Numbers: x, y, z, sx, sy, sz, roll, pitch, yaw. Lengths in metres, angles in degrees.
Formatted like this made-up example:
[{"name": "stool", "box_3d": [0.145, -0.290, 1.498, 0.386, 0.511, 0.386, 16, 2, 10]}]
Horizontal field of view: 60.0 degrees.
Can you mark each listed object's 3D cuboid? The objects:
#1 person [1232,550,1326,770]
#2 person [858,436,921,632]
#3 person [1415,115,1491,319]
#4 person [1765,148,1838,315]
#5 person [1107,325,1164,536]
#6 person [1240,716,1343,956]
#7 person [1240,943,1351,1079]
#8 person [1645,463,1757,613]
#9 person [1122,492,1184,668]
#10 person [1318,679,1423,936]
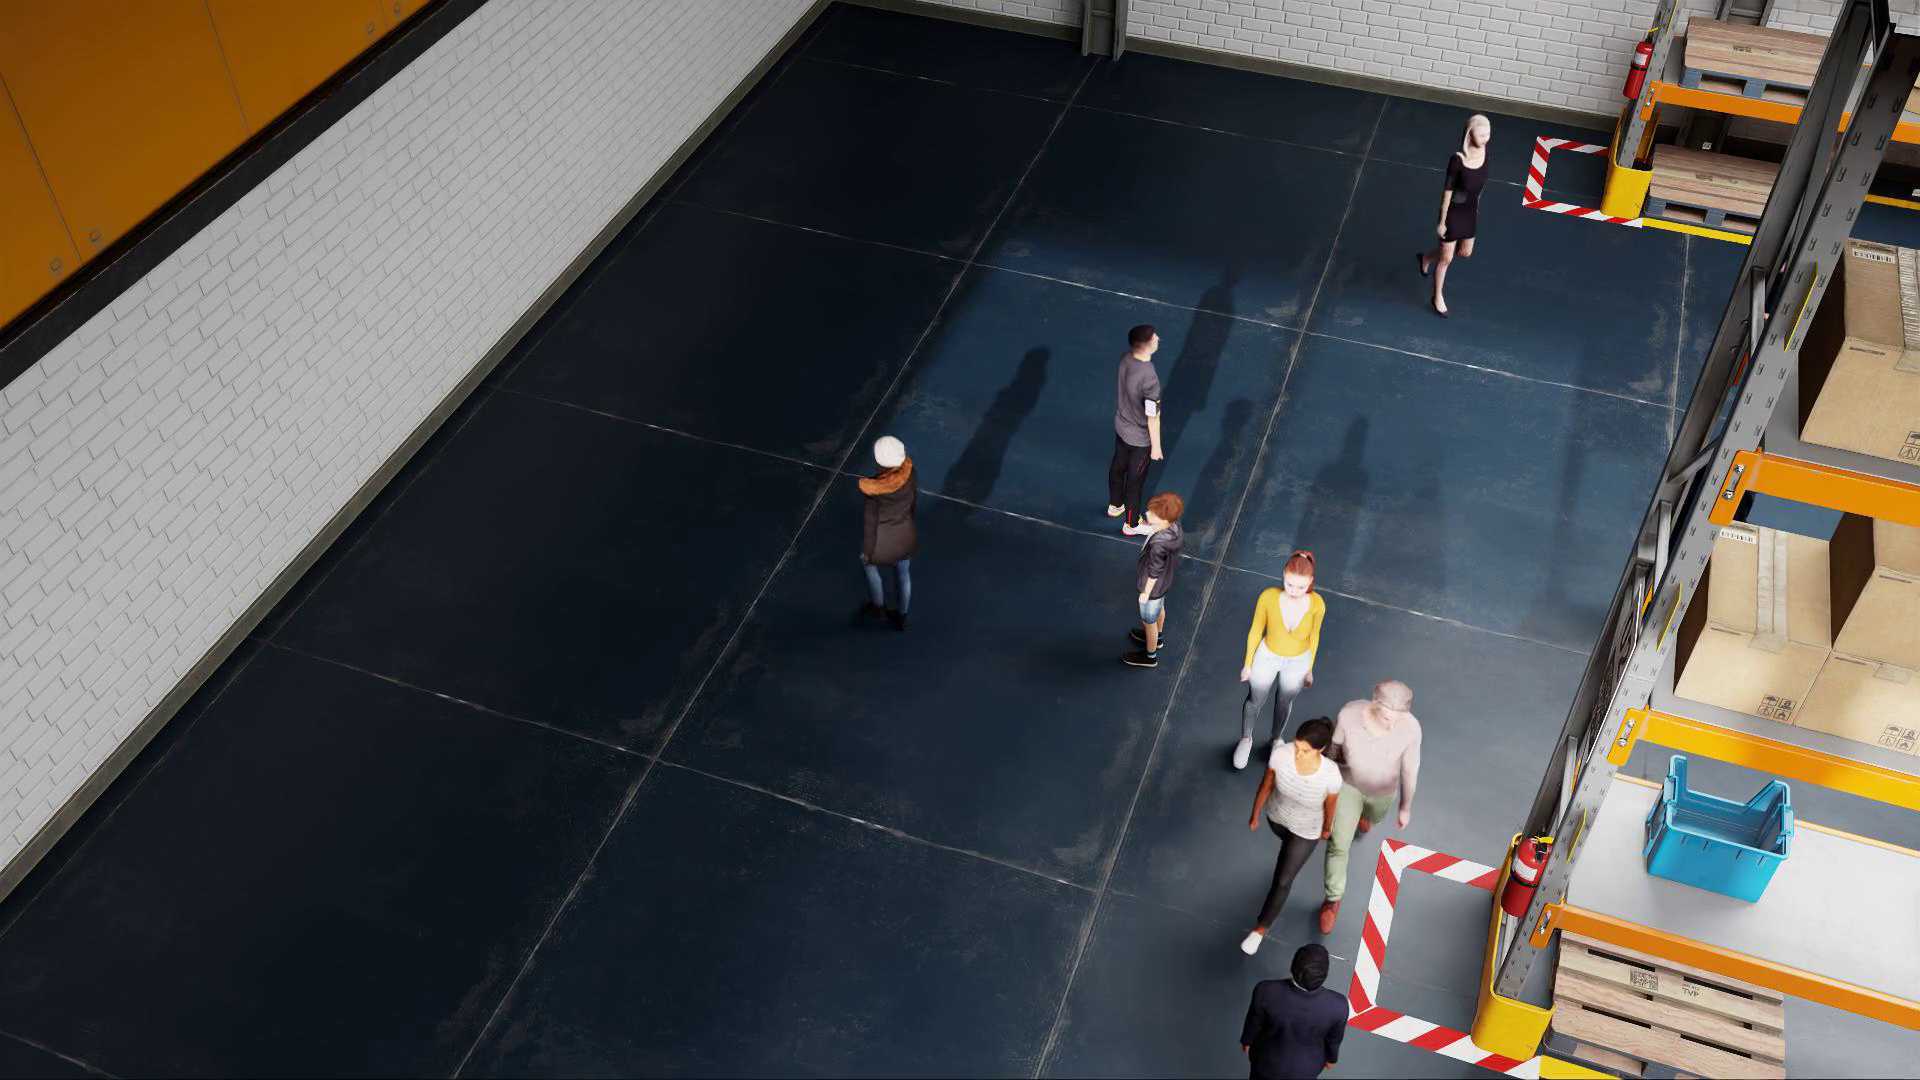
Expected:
[{"name": "person", "box_3d": [1.959, 0.742, 10.165, 0.556, 1.750, 0.705, 4, 44, 4]}, {"name": "person", "box_3d": [-0.420, 0.011, 11.022, 0.781, 1.626, 0.817, -28, 50, -26]}, {"name": "person", "box_3d": [4.043, -2.713, 13.742, 0.858, 1.819, 0.934, -21, 47, -20]}, {"name": "person", "box_3d": [6.760, -2.313, 13.299, 0.660, 1.850, 0.702, 9, 44, 10]}, {"name": "person", "box_3d": [1.241, -0.785, 11.757, 0.762, 1.765, 0.714, -16, 46, -16]}, {"name": "person", "box_3d": [1.927, 1.536, 9.449, 1.120, 1.588, 0.904, 29, 51, 27]}, {"name": "person", "box_3d": [1.627, 2.561, 8.275, 0.517, 1.723, 0.724, 8, 44, 8]}, {"name": "person", "box_3d": [4.867, -0.072, 10.939, 0.863, 1.861, 0.865, -4, 44, -4]}, {"name": "person", "box_3d": [1.278, 0.247, 10.906, 0.500, 1.445, 0.523, 14, 45, 14]}, {"name": "person", "box_3d": [2.317, 1.329, 9.487, 1.193, 1.834, 0.810, 9, 44, 10]}]
